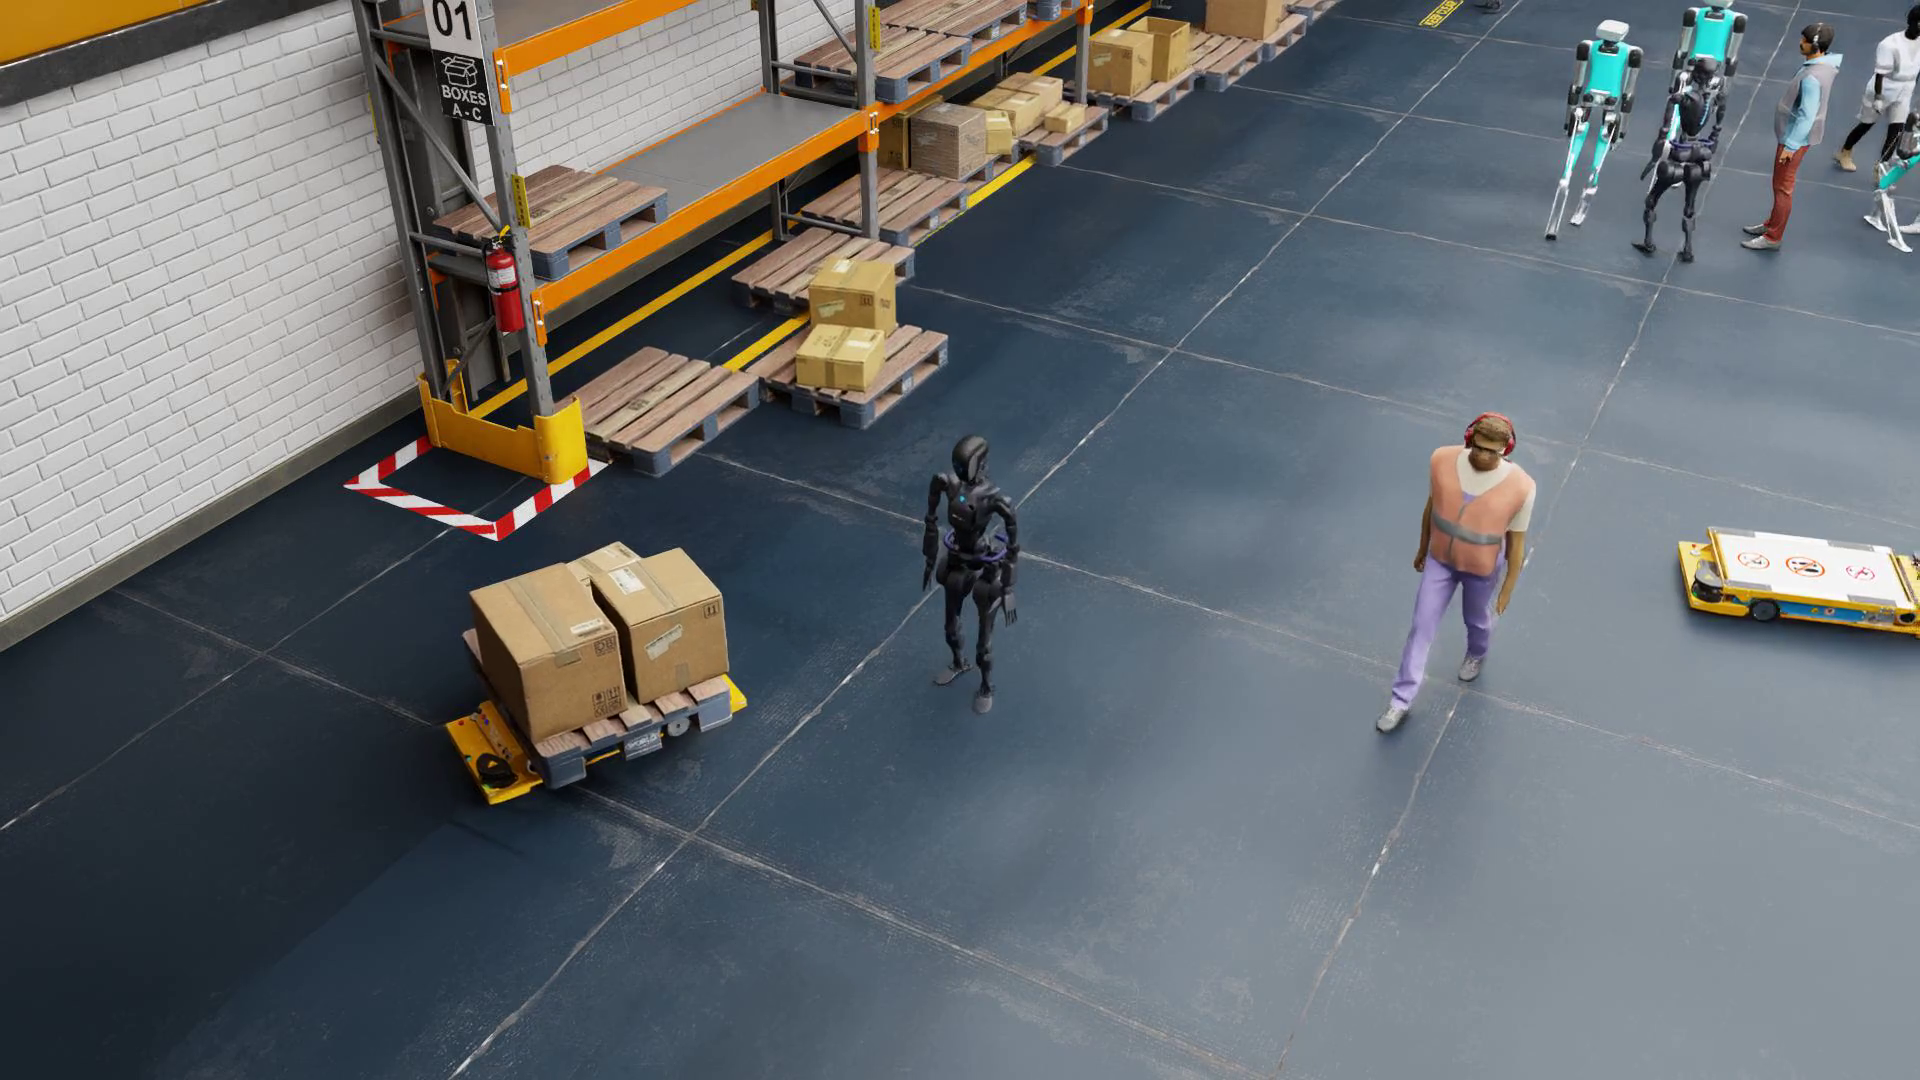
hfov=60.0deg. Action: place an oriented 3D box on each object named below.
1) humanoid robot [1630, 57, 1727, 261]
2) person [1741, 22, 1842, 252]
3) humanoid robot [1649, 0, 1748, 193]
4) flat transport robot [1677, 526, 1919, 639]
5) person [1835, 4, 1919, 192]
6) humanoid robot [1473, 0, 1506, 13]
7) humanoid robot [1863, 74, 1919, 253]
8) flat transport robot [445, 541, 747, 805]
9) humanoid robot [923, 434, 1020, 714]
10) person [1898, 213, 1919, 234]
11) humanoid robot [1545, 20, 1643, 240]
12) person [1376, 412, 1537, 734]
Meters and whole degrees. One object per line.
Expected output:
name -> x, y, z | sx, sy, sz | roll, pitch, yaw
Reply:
humanoid robot -> 5.897, -3.098, 13.560 | 0.590, 1.648, 0.452 | -7, 34, -10
person -> 6.873, -3.305, 13.688 | 0.406, 1.877, 0.547 | 15, 36, 21
humanoid robot -> 6.486, -3.872, 14.769 | 0.542, 1.880, 0.793 | 20, 38, 27
flat transport robot -> 5.020, 0.253, 9.766 | 1.431, 0.231, 0.659 | 7, 34, 11
person -> 8.378, -4.047, 15.006 | 0.527, 1.650, 0.773 | -3, 34, -5
humanoid robot -> 6.325, -7.100, 19.612 | 0.411, 1.638, 0.593 | -5, 34, -8
humanoid robot -> 7.919, -3.357, 13.915 | 0.561, 1.784, 0.890 | -9, 35, -13
flat transport robot -> -1.919, 0.896, 8.792 | 1.431, 0.231, 0.659 | -20, 38, -27
humanoid robot -> 0.073, 0.154, 8.646 | 0.589, 1.651, 0.361 | 18, 38, 25
person -> 8.486, -3.244, 13.851 | 0.597, 1.596, 0.563 | -10, 35, -14
humanoid robot -> 5.244, -3.344, 13.947 | 0.550, 1.849, 0.826 | 19, 38, 26
person -> 2.621, 0.108, 8.609 | 0.569, 1.789, 0.969 | 24, 40, 31
